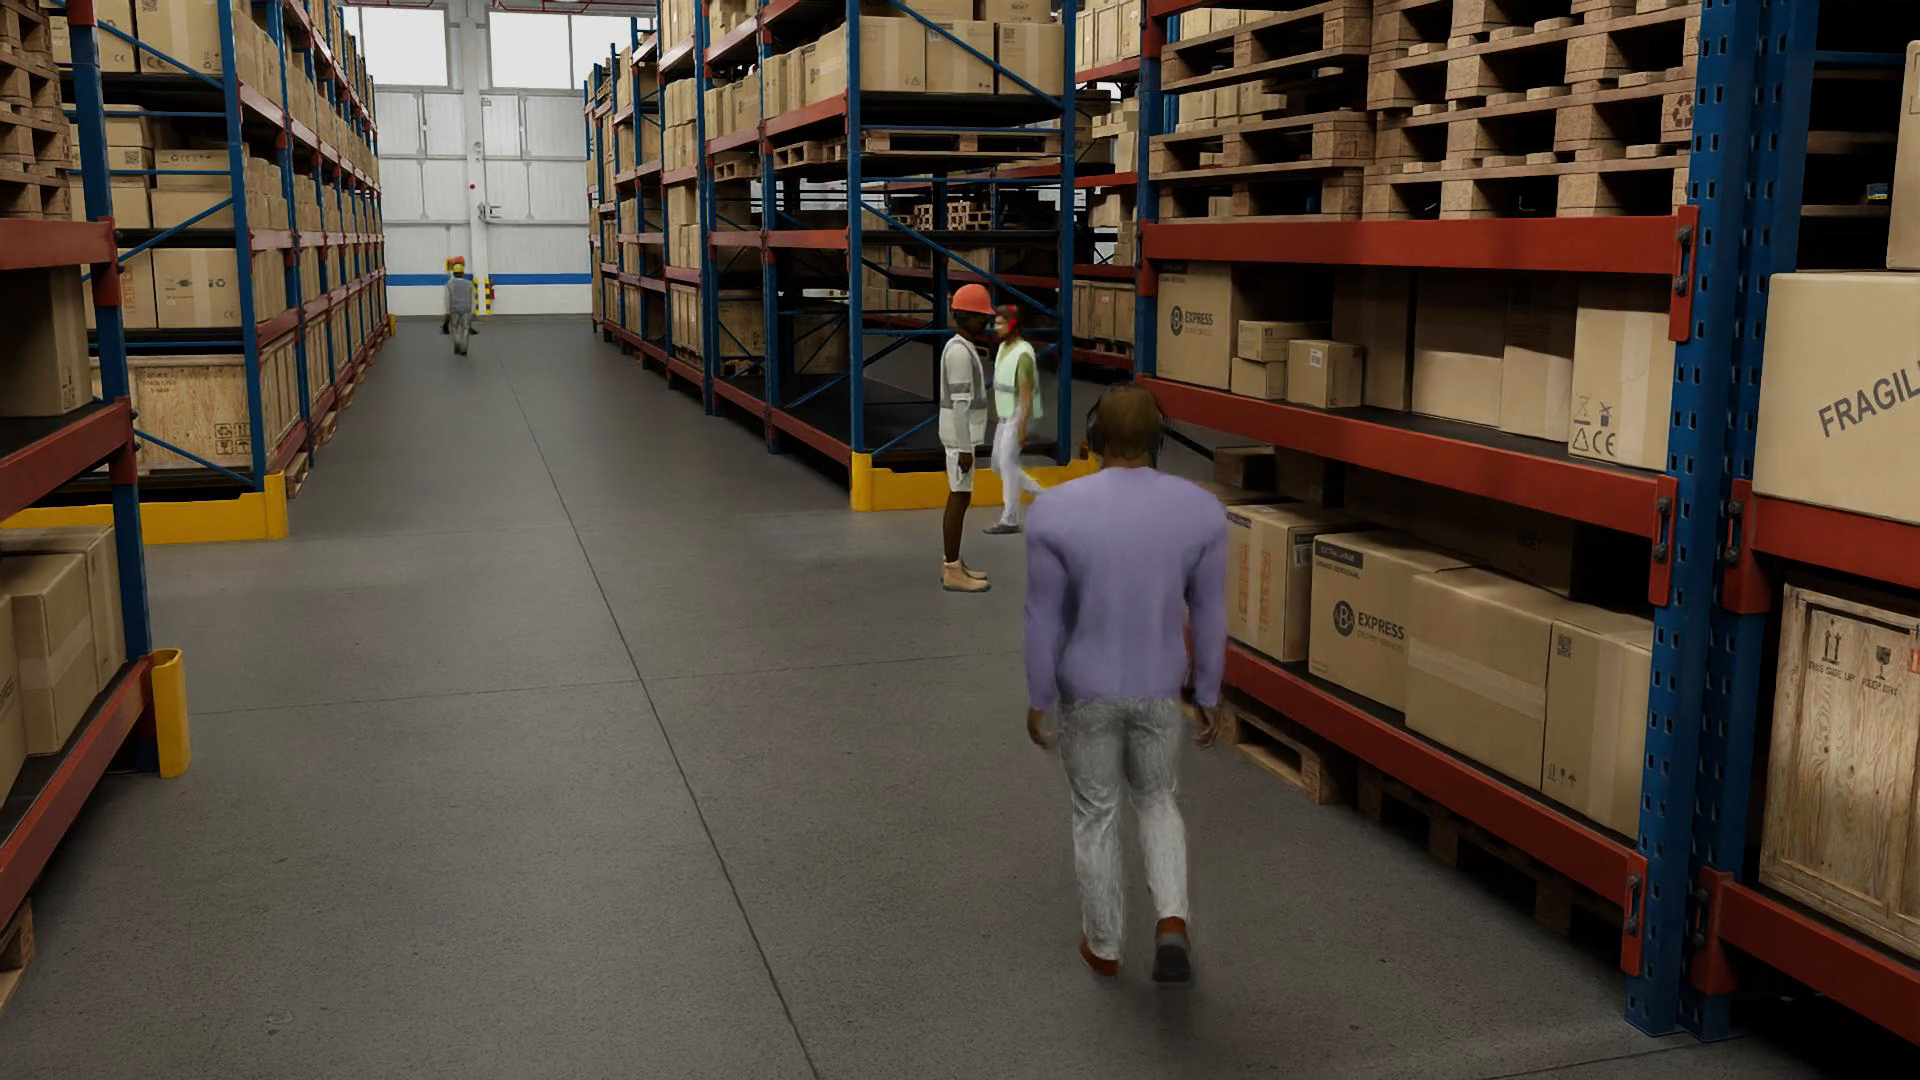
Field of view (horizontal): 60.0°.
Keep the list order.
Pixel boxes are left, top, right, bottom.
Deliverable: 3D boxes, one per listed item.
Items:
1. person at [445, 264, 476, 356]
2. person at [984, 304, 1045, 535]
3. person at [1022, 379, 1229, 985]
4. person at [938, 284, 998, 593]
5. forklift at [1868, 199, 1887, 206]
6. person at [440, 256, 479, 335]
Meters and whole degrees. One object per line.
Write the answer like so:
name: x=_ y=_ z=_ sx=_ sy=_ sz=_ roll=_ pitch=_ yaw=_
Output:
person: x=-9.903 y=-4.555 z=32.961 sx=0.611 sy=1.808 sz=0.615 roll=-5 pitch=11 yaw=-24
person: x=0.461 y=-0.952 z=13.166 sx=0.516 sy=1.826 sz=0.577 roll=-3 pitch=11 yaw=-14
person: x=0.507 y=0.476 z=5.098 sx=0.630 sy=1.925 sz=0.526 roll=-2 pitch=10 yaw=-9
person: x=0.053 y=-0.677 z=11.083 sx=0.393 sy=2.040 sz=0.611 roll=0 pitch=10 yaw=1
forklift: x=11.338 y=-2.915 z=21.052 sx=1.129 sy=2.768 sz=1.873 roll=-3 pitch=11 yaw=-17
person: x=-12.096 y=-5.887 z=40.039 sx=0.891 sy=1.907 sz=0.547 roll=3 pitch=11 yaw=15
